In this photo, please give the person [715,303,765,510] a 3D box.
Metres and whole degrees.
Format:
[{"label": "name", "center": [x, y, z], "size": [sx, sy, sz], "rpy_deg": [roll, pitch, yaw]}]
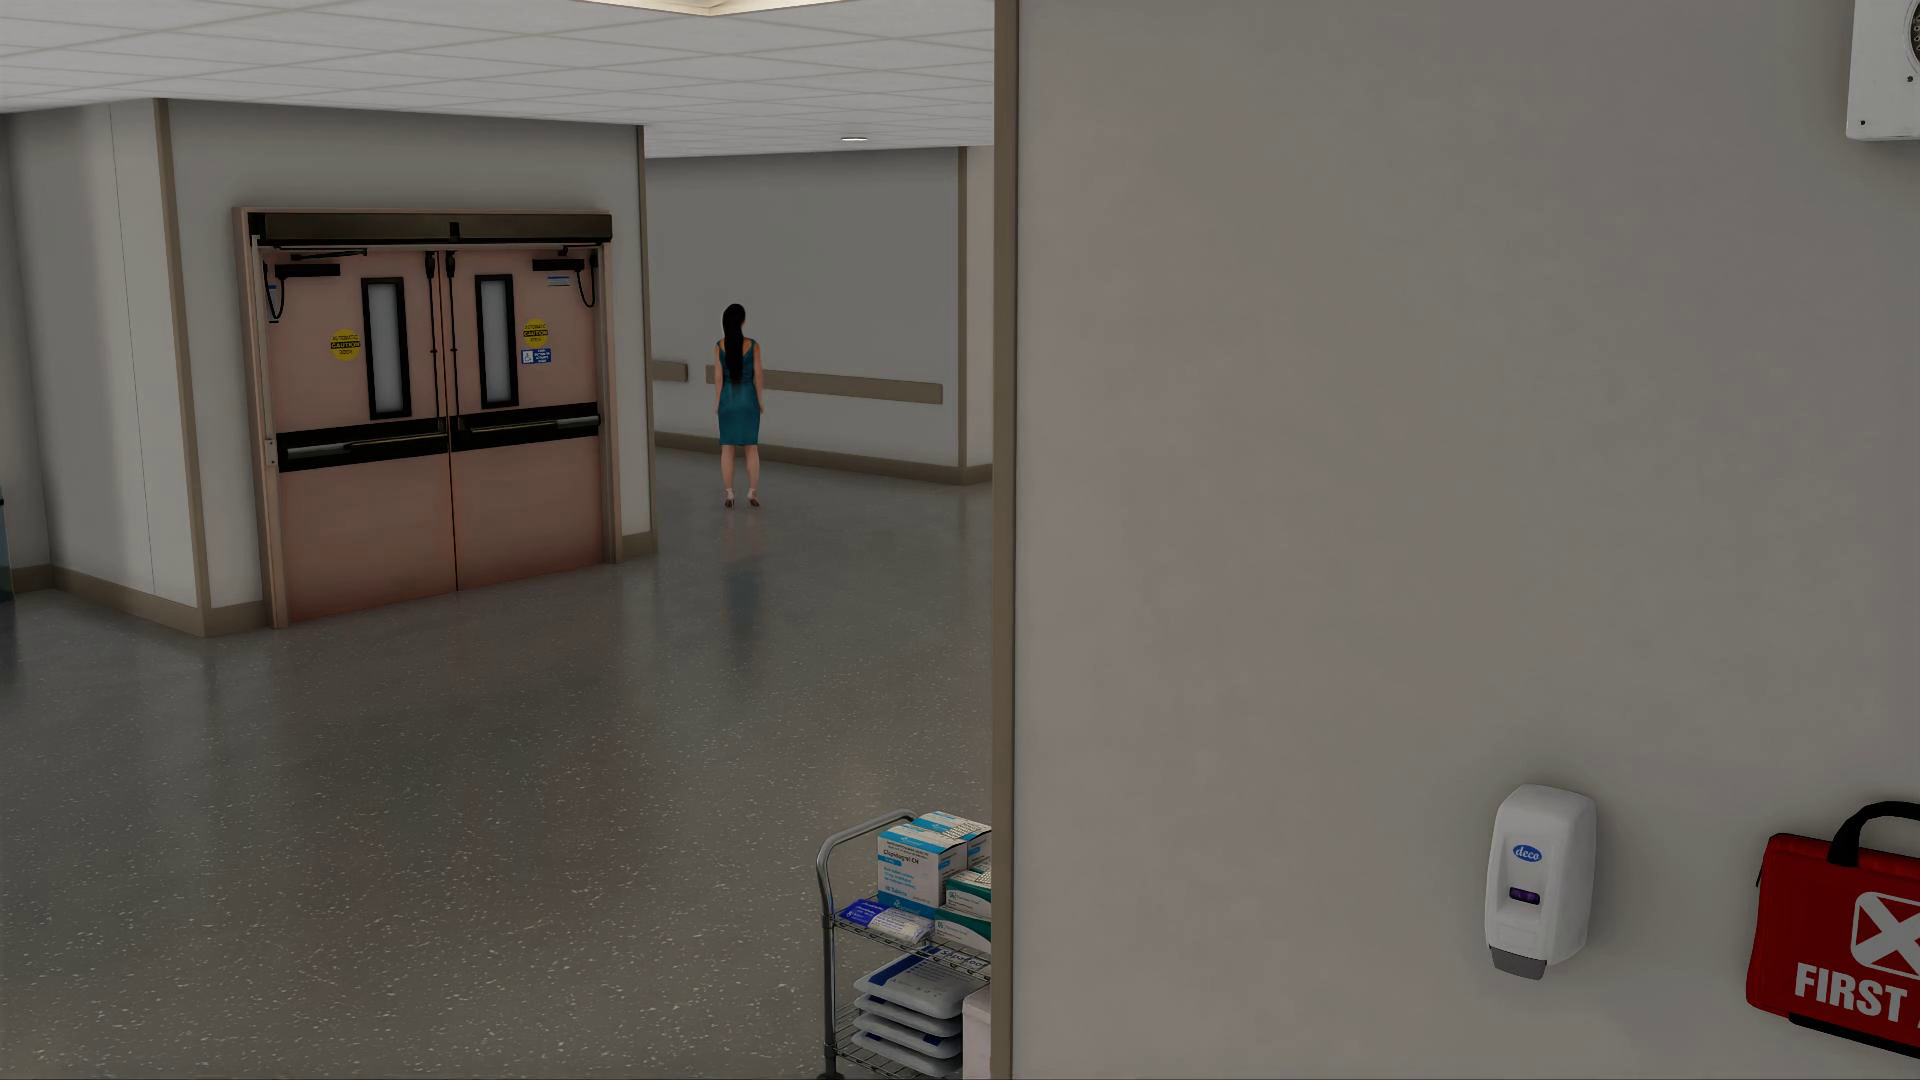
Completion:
[{"label": "person", "center": [-1.822, -1.099, 13.683], "size": [0.609, 1.687, 0.671], "rpy_deg": [-1, 11, -6]}]
